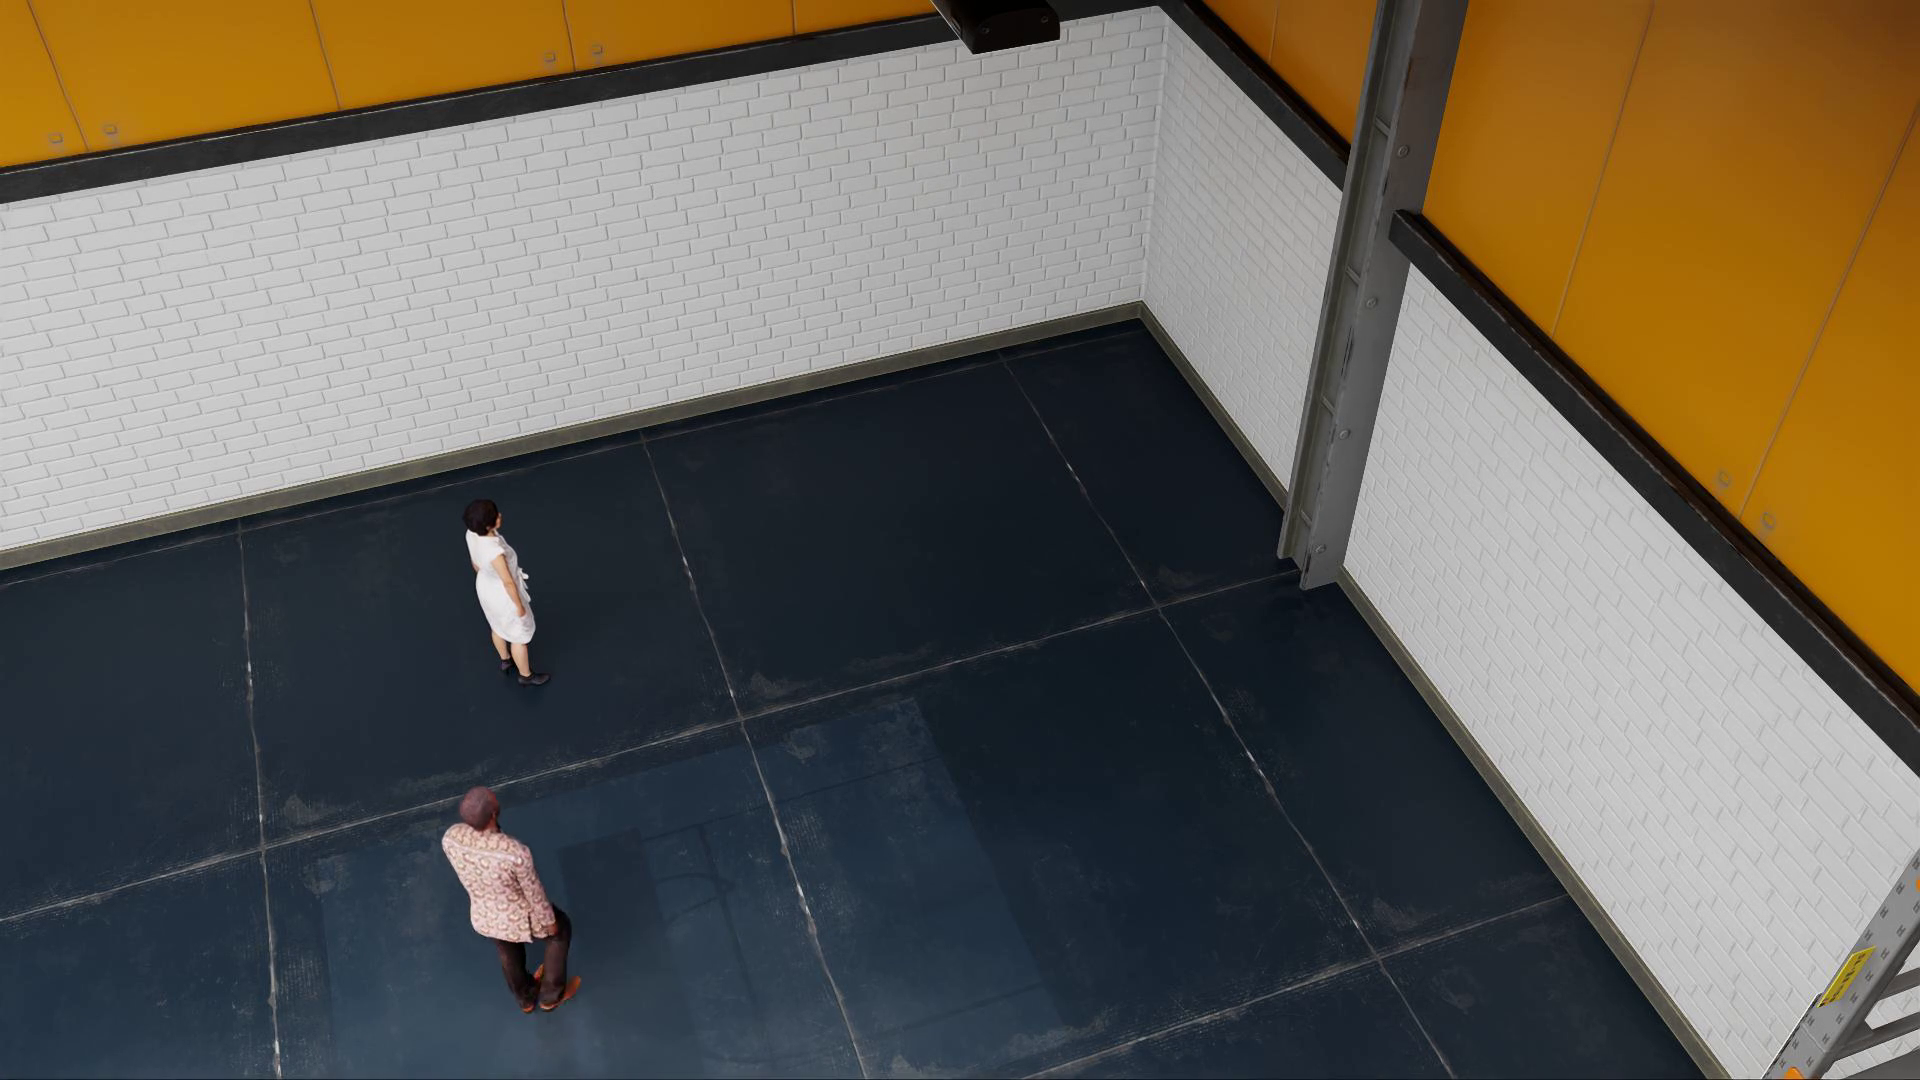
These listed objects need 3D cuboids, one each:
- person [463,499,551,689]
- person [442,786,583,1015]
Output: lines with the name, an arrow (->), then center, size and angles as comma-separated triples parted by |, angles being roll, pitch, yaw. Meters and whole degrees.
person -> -2.933, 0.339, 10.638 | 0.587, 1.555, 0.698 | 34, 53, 30
person -> -2.392, 1.987, 8.734 | 0.825, 1.796, 0.849 | 12, 45, 13
